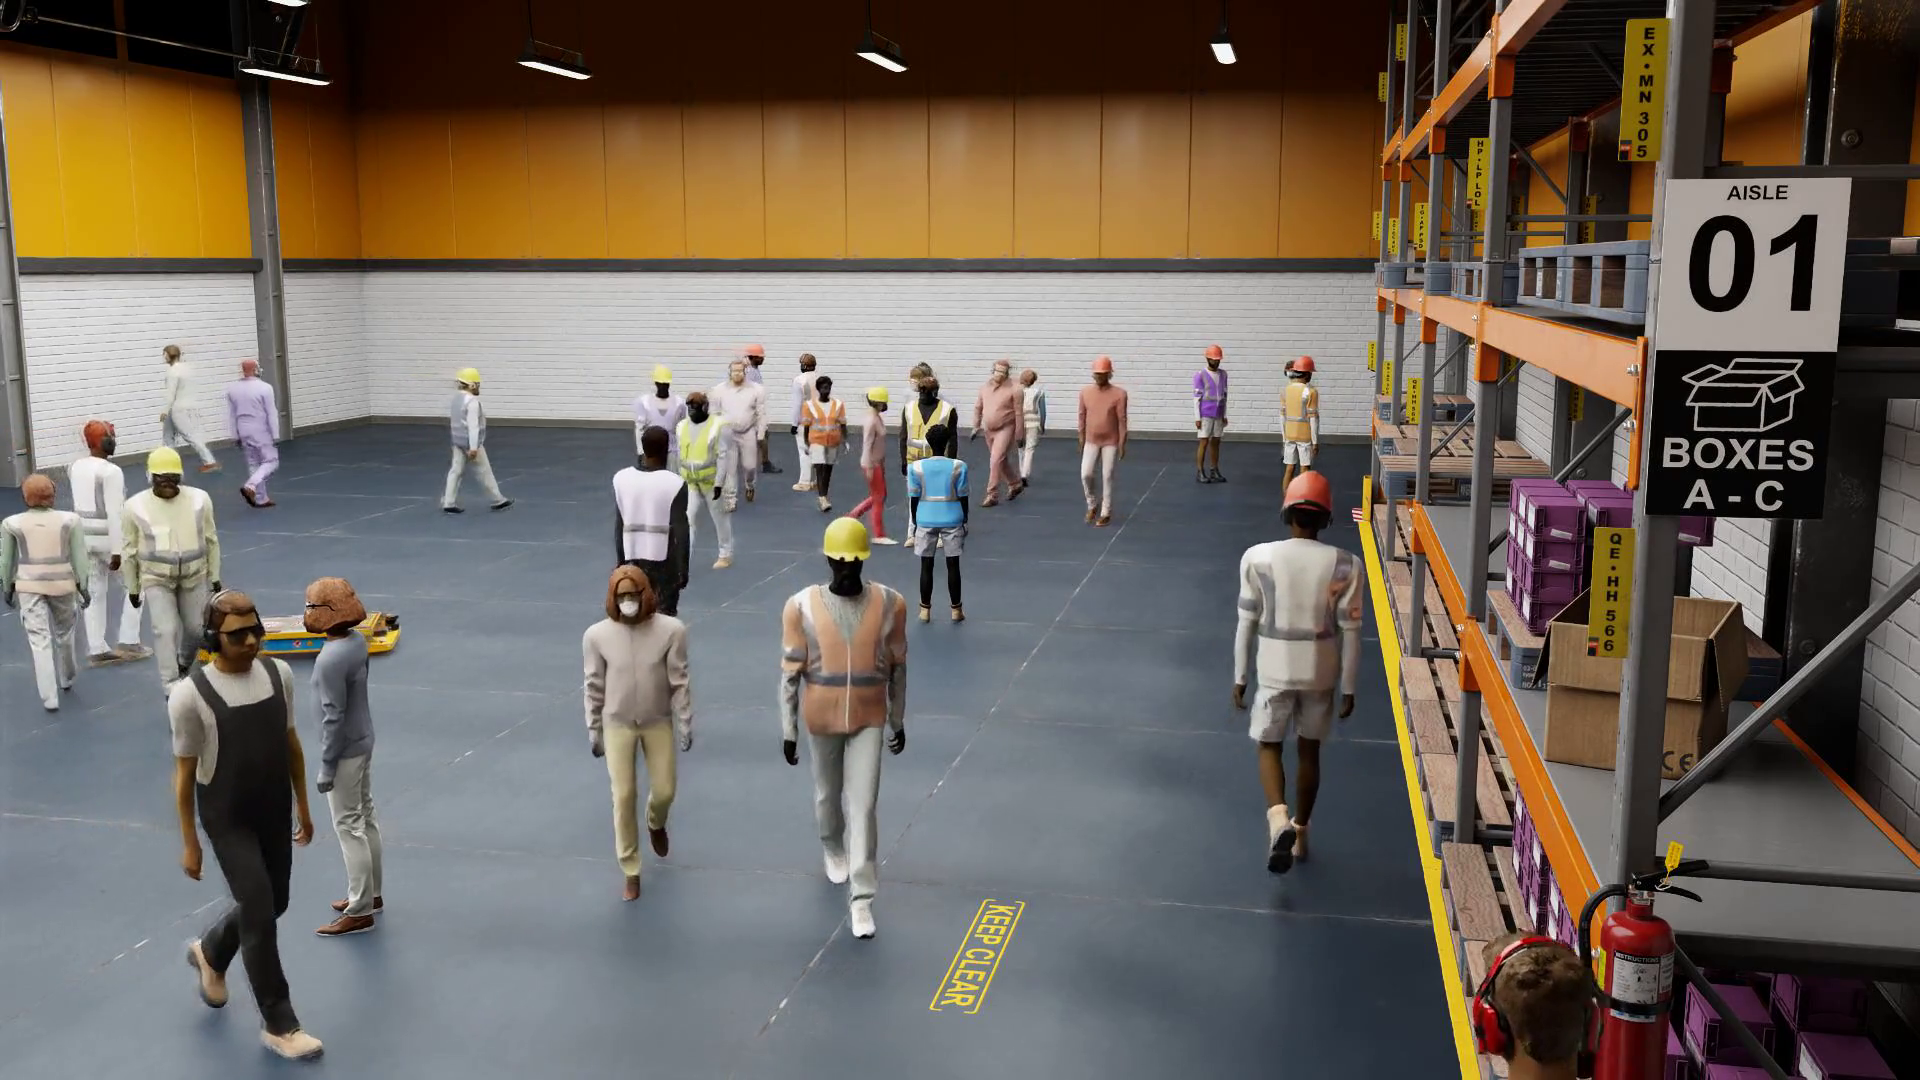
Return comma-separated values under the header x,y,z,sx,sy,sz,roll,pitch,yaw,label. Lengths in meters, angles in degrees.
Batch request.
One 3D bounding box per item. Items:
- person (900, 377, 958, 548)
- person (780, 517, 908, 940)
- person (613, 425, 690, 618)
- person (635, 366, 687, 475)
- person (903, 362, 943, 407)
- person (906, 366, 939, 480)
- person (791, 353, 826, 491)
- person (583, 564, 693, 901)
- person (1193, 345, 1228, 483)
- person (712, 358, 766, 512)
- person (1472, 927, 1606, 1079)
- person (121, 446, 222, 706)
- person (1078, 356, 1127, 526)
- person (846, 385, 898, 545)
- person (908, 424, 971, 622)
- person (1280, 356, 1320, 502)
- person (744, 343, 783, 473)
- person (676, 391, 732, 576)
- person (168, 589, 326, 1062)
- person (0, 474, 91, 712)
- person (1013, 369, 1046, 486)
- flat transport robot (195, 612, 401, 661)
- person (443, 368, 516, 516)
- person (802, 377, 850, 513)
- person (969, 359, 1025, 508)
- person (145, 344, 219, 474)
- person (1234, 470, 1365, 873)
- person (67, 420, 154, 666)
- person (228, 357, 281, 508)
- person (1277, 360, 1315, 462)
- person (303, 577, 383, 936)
x,y,z,sx,sy,sz,roll,pitch,yaw,label
-0.344,-0.829,17.822,0.619,1.839,0.430,2,10,9,person
-0.540,0.807,7.825,0.598,1.884,0.994,-1,9,-7,person
-2.197,0.138,11.793,0.614,1.905,0.592,3,10,19,person
-3.430,-1.065,19.133,0.590,1.883,0.988,-2,10,-13,person
-0.436,-1.273,20.521,0.556,1.819,0.978,1,9,4,person
-0.379,-0.998,18.632,0.457,1.906,0.660,-1,9,-6,person
-2.038,-1.585,22.360,0.429,1.843,0.633,8,12,40,person
-1.565,0.897,8.082,0.512,1.614,0.503,-2,10,-12,person
3.494,-1.742,23.080,0.549,1.924,0.393,-5,11,-29,person
-2.739,-1.317,20.639,0.652,1.888,0.711,-1,9,-5,person
1.067,1.628,3.175,0.566,1.782,1.007,0,9,-1,person
-5.431,0.239,11.443,0.614,1.819,0.631,-7,12,-38,person
1.639,-1.137,19.242,0.612,1.979,0.426,4,10,20,person
-0.972,-0.808,17.960,0.550,1.745,0.541,1,10,8,person
-0.172,-0.137,14.079,0.532,1.695,0.319,0,9,2,person
4.093,-1.232,19.948,0.358,1.937,0.548,-8,12,-39,person
-3.064,-1.910,24.137,0.888,1.911,0.549,0,9,-2,person
-2.529,-0.552,16.284,0.623,1.795,0.970,3,10,18,person
-2.808,1.068,6.458,0.822,1.819,0.522,6,11,30,person
-6.311,0.338,11.483,0.541,1.591,0.831,-5,11,-29,person
0.908,-1.554,22.911,0.504,1.596,0.865,2,10,13,person
-5.172,0.745,13.047,1.431,0.197,0.652,-2,10,-12,flat transport robot
-5.907,-1.189,20.172,0.600,1.785,0.927,9,13,44,person
-1.631,-1.170,20.388,0.550,1.649,0.844,-4,10,-21,person
0.528,-1.374,21.053,0.657,1.871,0.950,8,12,41,person
-11.271,-1.880,24.023,0.990,1.900,0.638,-3,10,-18,person
1.674,0.669,8.244,0.618,2.020,0.736,1,10,9,person
-6.459,0.018,12.651,0.580,1.864,0.580,4,10,23,person
-8.714,-1.310,20.543,0.659,1.893,0.620,3,10,20,person
5.255,-2.007,25.723,0.830,1.584,0.510,-8,12,-40,person
-2.812,0.973,7.574,0.279,1.633,0.505,-1,9,-6,person
